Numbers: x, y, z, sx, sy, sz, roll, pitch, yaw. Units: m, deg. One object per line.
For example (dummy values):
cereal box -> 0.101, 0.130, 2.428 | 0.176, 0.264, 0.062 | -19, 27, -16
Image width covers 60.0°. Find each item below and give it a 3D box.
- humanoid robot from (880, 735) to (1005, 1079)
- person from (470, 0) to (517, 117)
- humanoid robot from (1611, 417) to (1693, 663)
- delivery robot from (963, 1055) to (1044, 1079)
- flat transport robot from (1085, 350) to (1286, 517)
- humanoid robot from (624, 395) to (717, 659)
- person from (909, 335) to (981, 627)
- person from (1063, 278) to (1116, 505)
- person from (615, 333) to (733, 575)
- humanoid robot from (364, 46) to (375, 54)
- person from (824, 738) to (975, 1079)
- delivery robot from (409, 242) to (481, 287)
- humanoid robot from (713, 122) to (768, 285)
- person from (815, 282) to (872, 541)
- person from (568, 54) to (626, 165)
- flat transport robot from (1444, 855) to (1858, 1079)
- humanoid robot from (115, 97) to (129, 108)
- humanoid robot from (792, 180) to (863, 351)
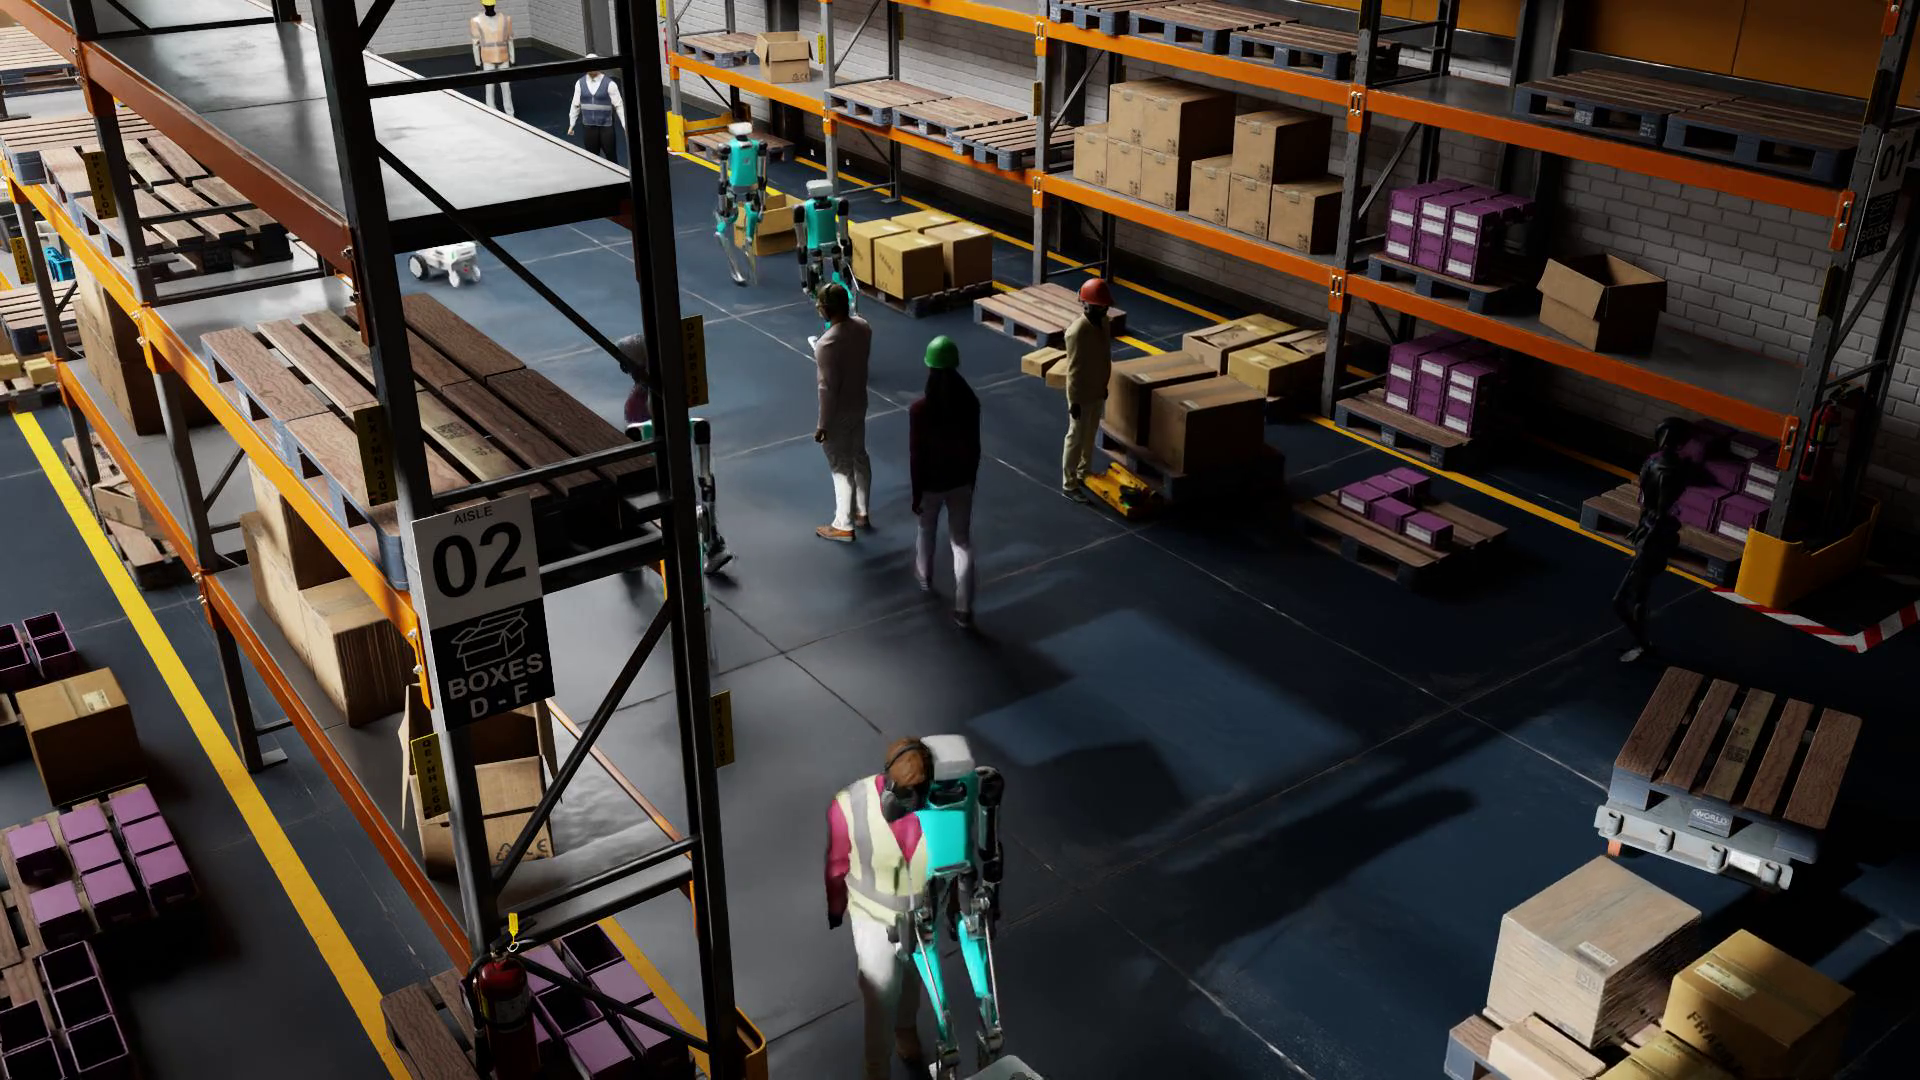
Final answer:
humanoid robot -> -0.006, 1.721, 6.963 | 0.536, 1.830, 0.662 | -9, 28, -17
person -> -6.672, -6.914, 23.898 | 0.592, 1.922, 0.383 | -11, 29, -21
humanoid robot -> 4.329, -0.009, 10.434 | 0.351, 1.646, 0.585 | 8, 28, 16
delivery robot -> 0.029, 2.463, 6.782 | 0.796, 0.606, 0.499 | -21, 33, -35
flat transport robot -> 1.759, -0.505, 12.993 | 1.431, 0.231, 0.659 | -12, 29, -23
humanoid robot -> -1.742, 0.069, 10.366 | 0.530, 1.888, 0.805 | -7, 28, -14
person -> -0.087, -0.408, 10.996 | 0.502, 1.891, 0.980 | -6, 27, -12
person -> 0.995, -1.144, 12.608 | 0.341, 1.749, 0.568 | 15, 30, 27
person -> -2.057, -0.565, 11.396 | 0.921, 1.807, 0.517 | 8, 28, 15
humanoid robot -> -7.572, -5.552, 21.485 | 0.642, 1.636, 0.598 | -13, 29, -24
person -> -0.234, 1.599, 7.102 | 0.635, 1.804, 0.697 | -8, 28, -16
delivery robot -> -5.483, -3.030, 17.709 | 0.801, 0.606, 0.499 | 19, 33, 33
humanoid robot -> -2.331, -3.458, 17.311 | 0.536, 1.847, 0.743 | -15, 30, -27
person -> -0.854, -0.919, 11.966 | 0.373, 1.935, 0.627 | 12, 29, 22
person -> -4.432, -5.081, 20.435 | 0.766, 1.756, 0.445 | 2, 27, 4
flat transport robot -> 2.791, 2.482, 7.050 | 1.431, 0.231, 0.659 | -18, 32, -32
humanoid robot -> -11.068, -5.735, 21.825 | 0.586, 1.653, 0.352 | 24, 35, 39
humanoid robot -> -1.150, -2.340, 15.038 | 0.548, 1.735, 1.042 | -12, 29, -22
